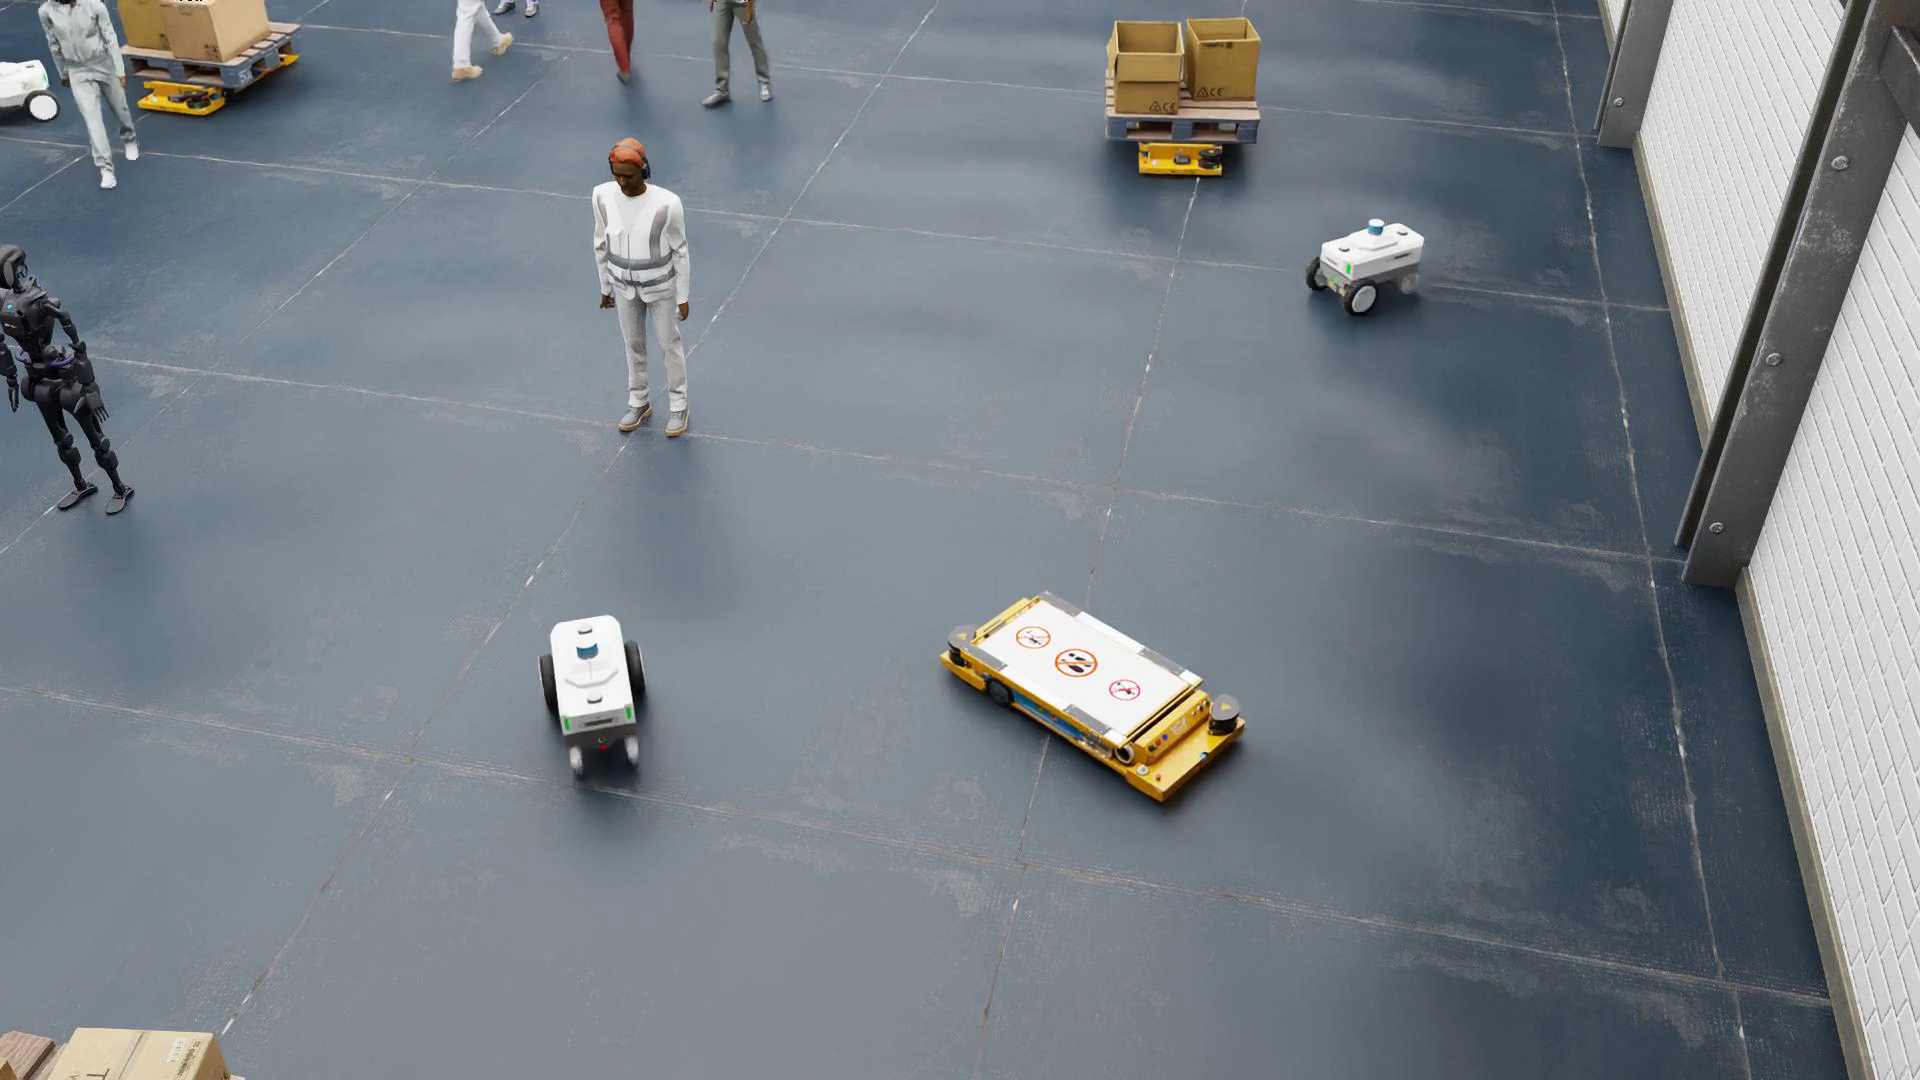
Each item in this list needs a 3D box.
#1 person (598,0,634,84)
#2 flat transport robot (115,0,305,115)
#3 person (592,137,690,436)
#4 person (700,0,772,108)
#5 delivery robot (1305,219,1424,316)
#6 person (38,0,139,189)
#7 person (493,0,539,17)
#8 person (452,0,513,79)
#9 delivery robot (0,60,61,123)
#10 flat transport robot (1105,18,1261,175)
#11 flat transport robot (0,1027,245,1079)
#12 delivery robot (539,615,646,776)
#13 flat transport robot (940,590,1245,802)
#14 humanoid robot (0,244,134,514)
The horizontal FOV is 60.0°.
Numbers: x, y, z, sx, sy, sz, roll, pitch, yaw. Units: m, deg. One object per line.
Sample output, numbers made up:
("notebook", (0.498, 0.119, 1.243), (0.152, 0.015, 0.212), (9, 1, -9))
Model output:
("person", (-3.092, -5.039, 14.643), (0.538, 1.840, 0.904), (-16, 40, -20))
("flat transport robot", (-6.573, -4.135, 14.752), (0.659, 0.231, 1.431), (9, 38, 12))
("person", (-1.873, -1.485, 9.857), (0.572, 1.886, 0.356), (8, 38, 11))
("person", (-1.913, -4.565, 14.057), (0.575, 1.804, 0.660), (21, 42, 26))
("delivery robot", (2.835, -1.923, 11.569), (0.811, 0.613, 0.499), (-18, 40, -23))
("person", (-6.743, -3.646, 12.908), (0.493, 1.686, 0.916), (-12, 38, -15))
("person", (-4.318, -5.946, 15.858), (0.562, 1.846, 0.390), (8, 38, 11))
("person", (-4.378, -5.061, 14.738), (0.636, 1.778, 1.005), (17, 40, 21))
("delivery robot", (-8.064, -3.798, 14.079), (0.802, 0.614, 0.499), (-23, 42, -27))
("flat transport robot", (1.791, -3.389, 13.754), (0.659, 0.231, 1.431), (2, 37, 3))
("flat transport robot", (-3.227, 2.506, 5.866), (1.431, 0.231, 0.659), (8, 37, 10))
("delivery robot", (-1.774, 0.699, 8.050), (0.499, 0.601, 0.775), (-9, 38, -12))
("flat transport robot", (0.640, 0.725, 8.248), (1.431, 0.231, 0.659), (29, 46, 33))
("humanoid robot", (-5.008, -0.877, 9.204), (0.599, 1.657, 0.315), (8, 37, 10))
